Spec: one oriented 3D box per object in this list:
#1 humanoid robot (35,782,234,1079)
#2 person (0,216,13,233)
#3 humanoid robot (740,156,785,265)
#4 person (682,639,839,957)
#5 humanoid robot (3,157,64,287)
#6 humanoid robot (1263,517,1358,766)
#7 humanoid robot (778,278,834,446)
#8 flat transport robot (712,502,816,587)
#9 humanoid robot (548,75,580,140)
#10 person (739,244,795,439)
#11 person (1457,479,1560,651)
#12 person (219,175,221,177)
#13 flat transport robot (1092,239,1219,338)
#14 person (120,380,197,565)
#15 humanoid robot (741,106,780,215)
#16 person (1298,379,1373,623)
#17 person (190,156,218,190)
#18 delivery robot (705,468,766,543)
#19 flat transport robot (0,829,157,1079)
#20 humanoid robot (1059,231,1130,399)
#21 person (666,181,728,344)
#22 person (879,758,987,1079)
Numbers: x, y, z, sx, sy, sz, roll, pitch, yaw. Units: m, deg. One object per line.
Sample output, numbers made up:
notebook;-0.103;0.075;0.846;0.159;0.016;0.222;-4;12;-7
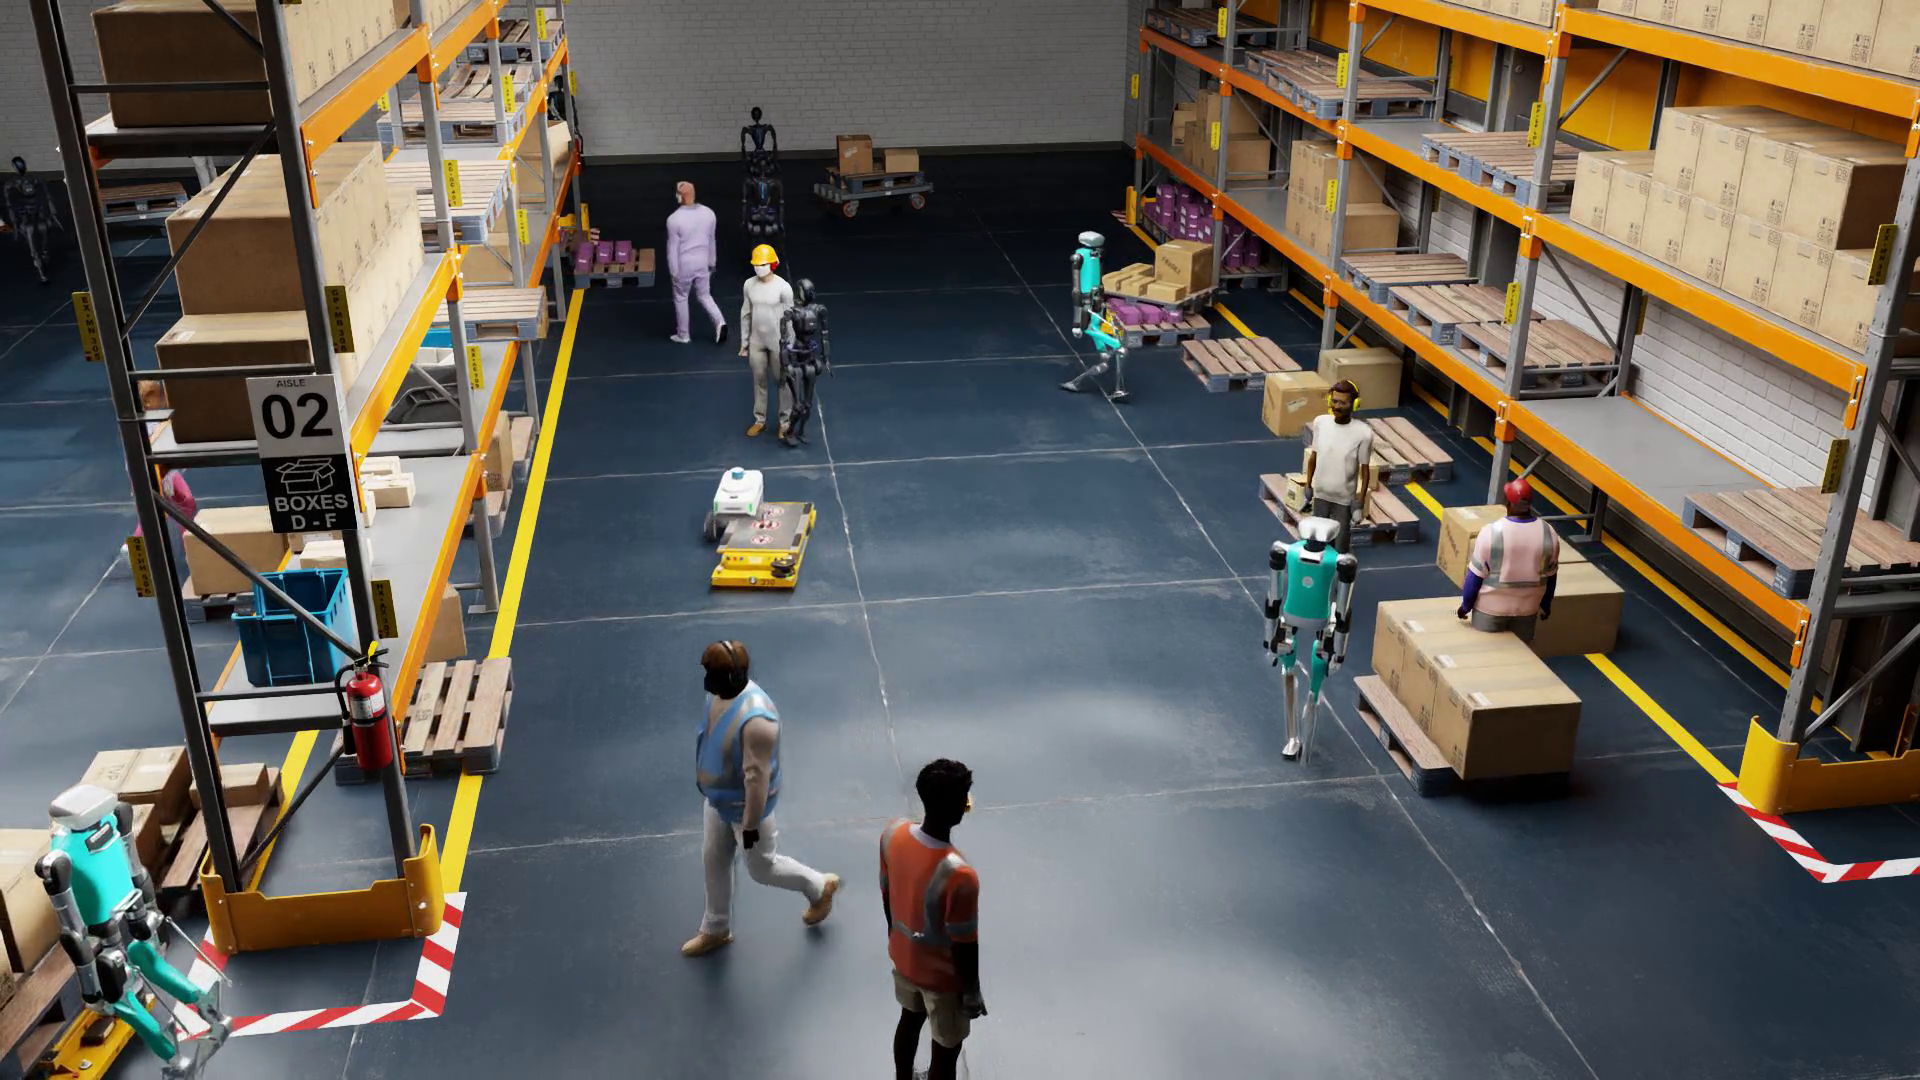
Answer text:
humanoid robot;-3.602;1.951;7.491;0.648;1.859;0.541;4;24;9
person;-14.235;-5.304;23.744;0.995;1.892;0.637;1;24;3
humanoid robot;-2.524;-4.060;21.200;0.589;1.635;0.490;-2;24;-5
person;-1.094;1.329;8.733;0.813;1.817;0.633;-15;28;-31
humanoid robot;-11.797;-4.070;21.247;0.777;1.626;0.607;21;31;40
humanoid robot;2.210;0.648;10.487;0.541;1.873;0.736;10;25;21
humanoid robot;-1.497;-1.692;15.792;0.603;1.644;0.373;-18;29;-35
flat transport robot;-1.592;0.008;13.659;0.659;0.231;1.431;1;24;2
humanoid robot;-6.578;-6.808;27.451;0.607;1.651;0.414;10;26;21
person;-1.849;-1.910;16.009;0.562;1.896;0.354;6;24;14
person;3.572;0.417;10.880;0.603;1.755;0.420;-1;24;-1
person;-8.481;-3.354;19.404;0.523;1.808;0.941;-5;24;-12
flat transport robot;2.239;-2.676;19.774;0.659;0.231;1.431;18;29;35
person;-6.381;-0.519;13.184;0.499;1.600;0.673;20;31;38
humanoid robot;-2.982;-5.630;24.761;0.594;1.641;0.524;-8;25;-18
person;2.772;-0.299;12.363;0.517;1.876;0.326;18;29;35
person;-11.692;-6.058;25.524;0.429;1.844;0.626;1;24;1
delivery robot;-1.867;-0.315;14.031;0.499;0.587;0.782;0;24;0
flat transport robot;-4.820;2.413;8.181;1.431;0.231;0.659;1;24;2
humanoid robot;1.499;-2.243;17.014;1.043;1.764;0.548;16;28;32
person;-3.014;-3.096;18.728;0.653;1.879;0.711;-21;31;-39
person;-0.104;1.846;7.381;0.394;1.958;0.612;-17;29;-34
